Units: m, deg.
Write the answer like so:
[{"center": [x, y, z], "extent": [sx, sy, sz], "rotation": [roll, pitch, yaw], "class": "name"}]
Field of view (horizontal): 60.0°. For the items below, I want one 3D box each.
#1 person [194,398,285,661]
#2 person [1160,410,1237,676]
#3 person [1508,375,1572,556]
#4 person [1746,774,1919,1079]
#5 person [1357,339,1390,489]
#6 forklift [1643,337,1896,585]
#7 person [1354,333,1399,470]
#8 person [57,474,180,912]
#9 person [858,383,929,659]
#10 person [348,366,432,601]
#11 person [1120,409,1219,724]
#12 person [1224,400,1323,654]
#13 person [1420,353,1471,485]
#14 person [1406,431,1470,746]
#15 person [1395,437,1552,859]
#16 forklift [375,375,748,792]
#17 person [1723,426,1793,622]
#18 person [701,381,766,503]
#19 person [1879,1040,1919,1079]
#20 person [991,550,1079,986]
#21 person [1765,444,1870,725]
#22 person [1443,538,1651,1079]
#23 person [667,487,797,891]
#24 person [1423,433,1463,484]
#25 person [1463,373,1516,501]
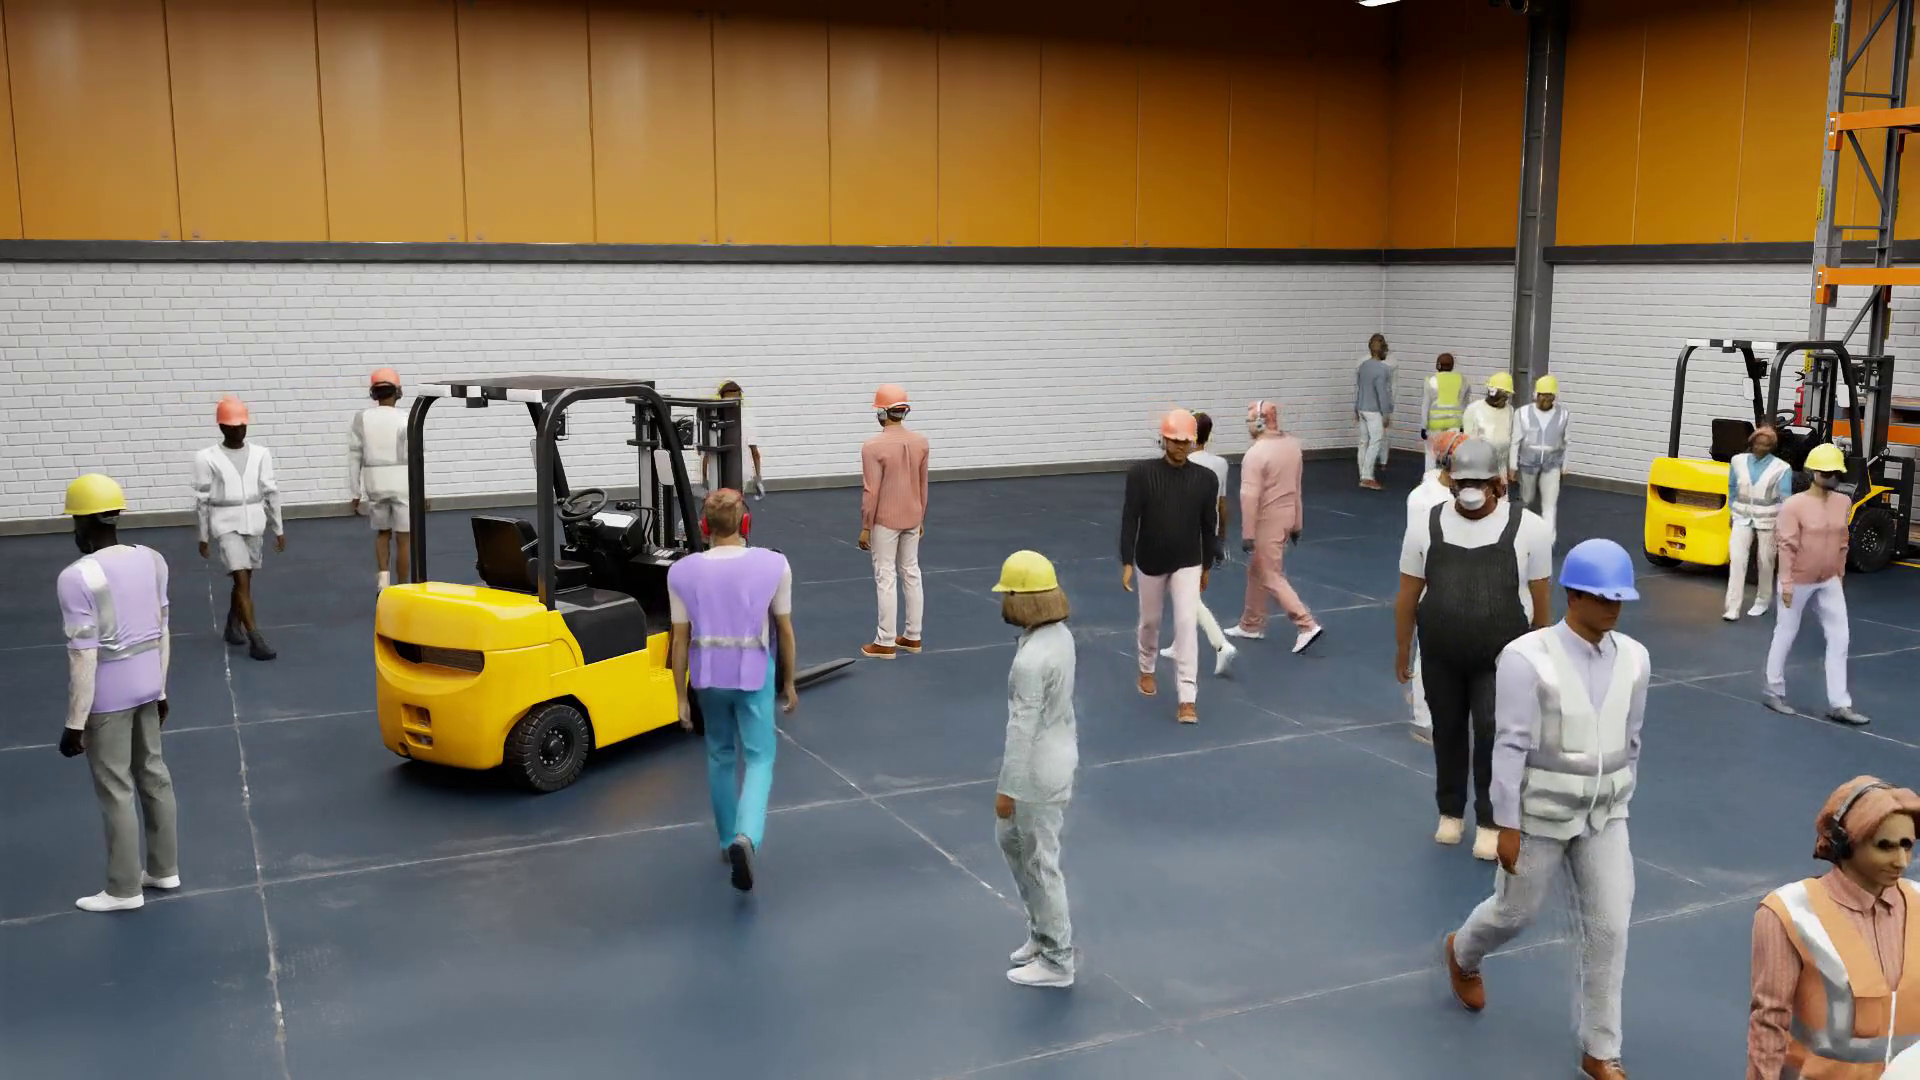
[{"center": [-5.291, -0.104, 12.213], "extent": [0.983, 1.892, 0.560], "rotation": [9, 13, 44], "class": "person"}, {"center": [1.673, 0.018, 11.652], "extent": [0.517, 1.833, 0.863], "rotation": [-6, 11, -31], "class": "person"}, {"center": [5.777, -0.757, 16.593], "extent": [0.600, 1.785, 0.949], "rotation": [2, 9, 14], "class": "person"}, {"center": [2.077, 1.354, 3.933], "extent": [0.512, 1.637, 0.307], "rotation": [-2, 9, -13], "class": "person"}, {"center": [5.292, -1.628, 21.515], "extent": [0.457, 1.940, 0.800], "rotation": [-2, 9, -15], "class": "person"}, {"center": [7.551, -0.789, 15.507], "extent": [2.313, 2.155, 1.214], "rotation": [-4, 10, -25], "class": "forklift"}, {"center": [5.839, -1.933, 23.394], "extent": [0.631, 1.940, 0.372], "rotation": [-2, 9, -12], "class": "person"}, {"center": [-3.712, 0.669, 7.283], "extent": [0.385, 1.924, 0.636], "rotation": [2, 9, 12], "class": "person"}, {"center": [-0.486, -0.137, 12.077], "extent": [0.617, 1.994, 0.381], "rotation": [-9, 13, -44], "class": "person"}, {"center": [-4.681, -0.416, 13.718], "extent": [0.640, 2.020, 0.440], "rotation": [0, 9, -2], "class": "person"}, {"center": [1.330, 0.120, 10.656], "extent": [0.624, 1.951, 1.023], "rotation": [0, 9, 2], "class": "person"}, {"center": [2.338, -0.109, 12.340], "extent": [0.919, 1.864, 0.660], "rotation": [8, 12, 41], "class": "person"}, {"center": [6.059, -1.441, 20.822], "extent": [0.646, 1.791, 0.975], "rotation": [0, 9, 0], "class": "person"}, {"center": [2.856, 0.293, 9.788], "extent": [0.607, 1.870, 0.416], "rotation": [-5, 11, -30], "class": "person"}, {"center": [2.421, 0.504, 7.960], "extent": [0.713, 2.000, 0.658], "rotation": [5, 10, 26], "class": "person"}, {"center": [-2.268, 0.149, 9.685], "extent": [1.214, 2.155, 2.313], "rotation": [6, 11, 32], "class": "forklift"}, {"center": [6.342, -0.123, 13.246], "extent": [0.524, 1.572, 0.869], "rotation": [8, 12, 43], "class": "person"}, {"center": [-1.983, -0.480, 14.703], "extent": [0.484, 1.834, 0.726], "rotation": [-6, 11, -35], "class": "person"}, {"center": [1.721, 1.393, 2.802], "extent": [0.625, 1.937, 1.044], "rotation": [-4, 10, -26], "class": "person"}, {"center": [0.276, 0.894, 6.473], "extent": [0.446, 1.724, 0.501], "rotation": [3, 10, 17], "class": "person"}, {"center": [5.334, 0.280, 10.289], "extent": [0.549, 1.736, 0.783], "rotation": [-2, 9, -12], "class": "person"}, {"center": [2.074, 0.912, 5.854], "extent": [0.610, 1.914, 0.901], "rotation": [-2, 9, -12], "class": "person"}, {"center": [-1.046, 0.667, 7.625], "extent": [0.570, 1.825, 0.777], "rotation": [0, 9, 1], "class": "person"}, {"center": [3.581, 0.037, 12.114], "extent": [0.278, 1.633, 0.507], "rotation": [-7, 11, -35], "class": "person"}, {"center": [5.283, -0.756, 16.541], "extent": [0.624, 1.791, 0.856], "rotation": [-2, 9, -11], "class": "person"}]
